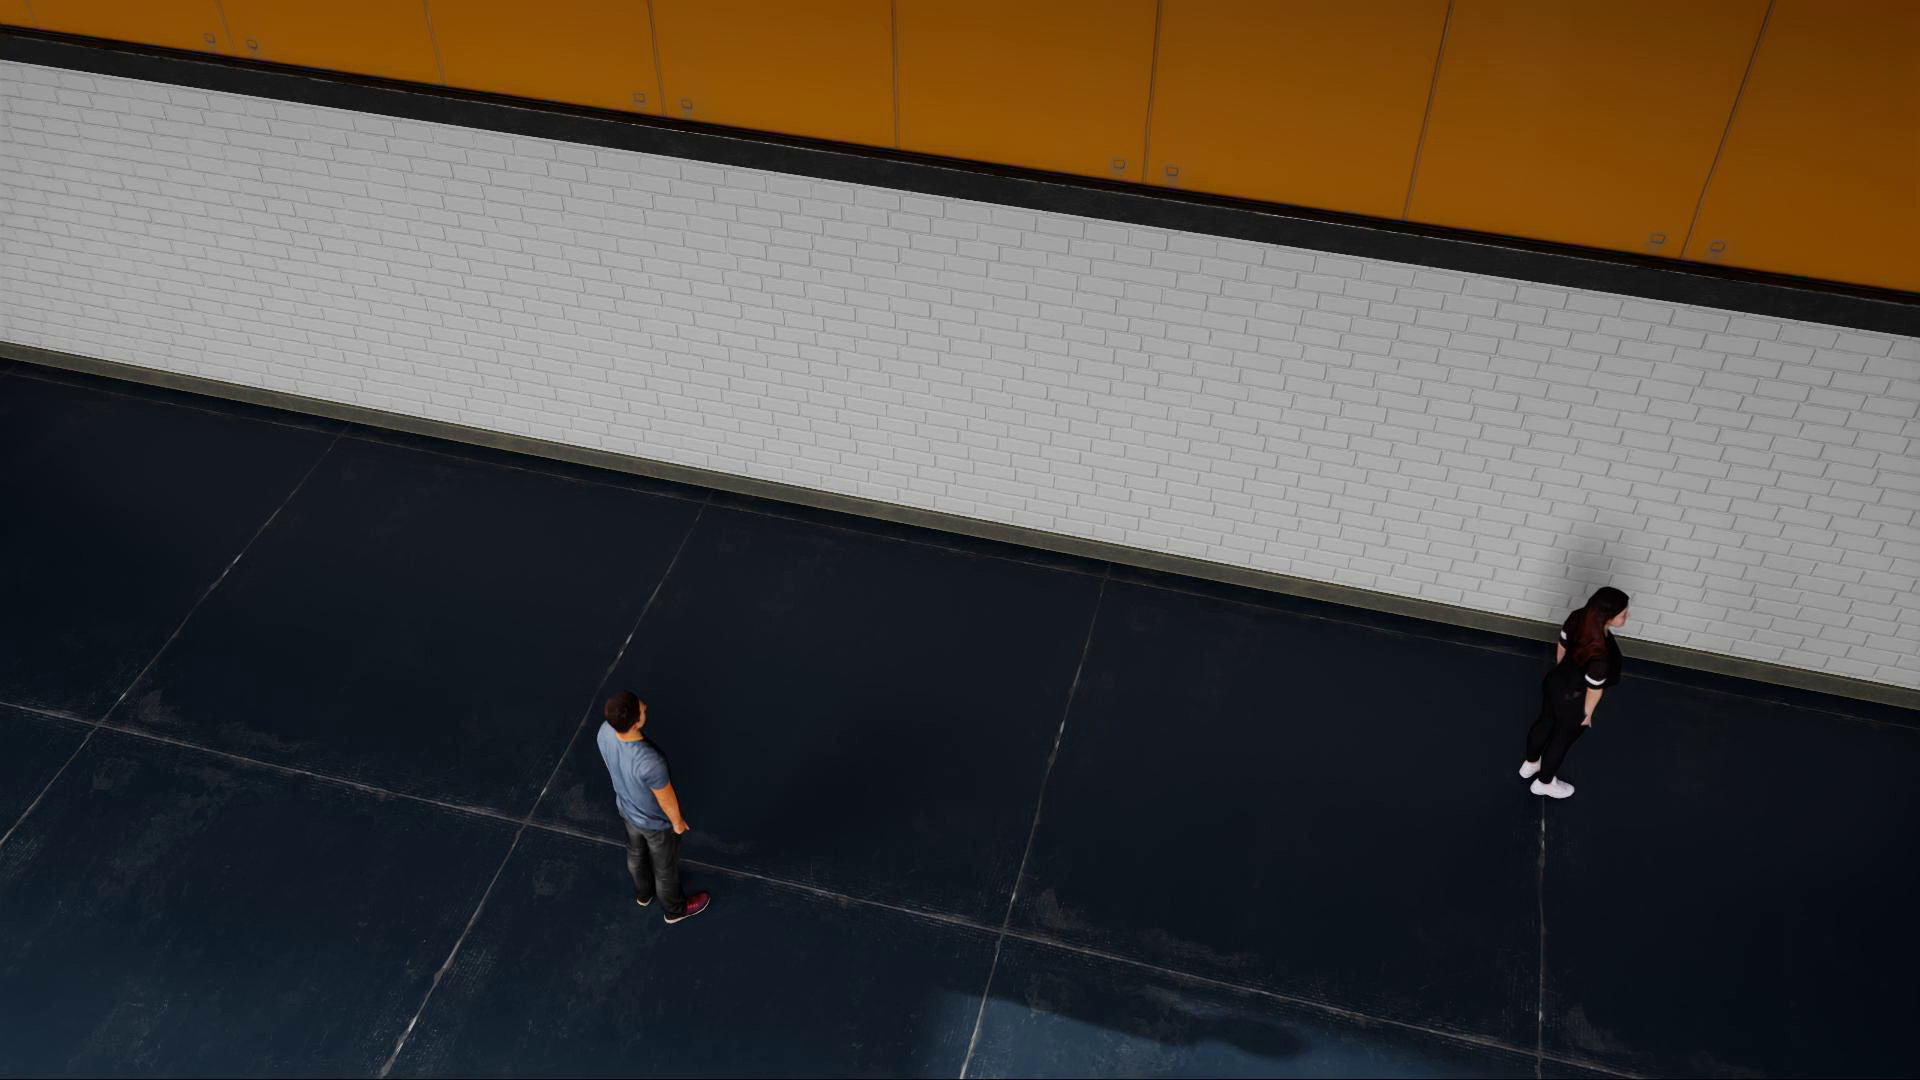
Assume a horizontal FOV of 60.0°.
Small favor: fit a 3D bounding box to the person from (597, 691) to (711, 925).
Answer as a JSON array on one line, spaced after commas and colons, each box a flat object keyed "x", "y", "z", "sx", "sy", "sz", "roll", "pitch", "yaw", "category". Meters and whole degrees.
[{"x": -1.720, "y": 1.458, "z": 9.110, "sx": 0.723, "sy": 1.810, "sz": 0.696, "roll": 30, "pitch": 51, "yaw": 28, "category": "person"}]

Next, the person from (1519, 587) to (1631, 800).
[{"x": 3.615, "y": 0.892, "z": 9.829, "sx": 0.755, "sy": 1.639, "sz": 0.652, "roll": -6, "pitch": 44, "yaw": -6, "category": "person"}]
